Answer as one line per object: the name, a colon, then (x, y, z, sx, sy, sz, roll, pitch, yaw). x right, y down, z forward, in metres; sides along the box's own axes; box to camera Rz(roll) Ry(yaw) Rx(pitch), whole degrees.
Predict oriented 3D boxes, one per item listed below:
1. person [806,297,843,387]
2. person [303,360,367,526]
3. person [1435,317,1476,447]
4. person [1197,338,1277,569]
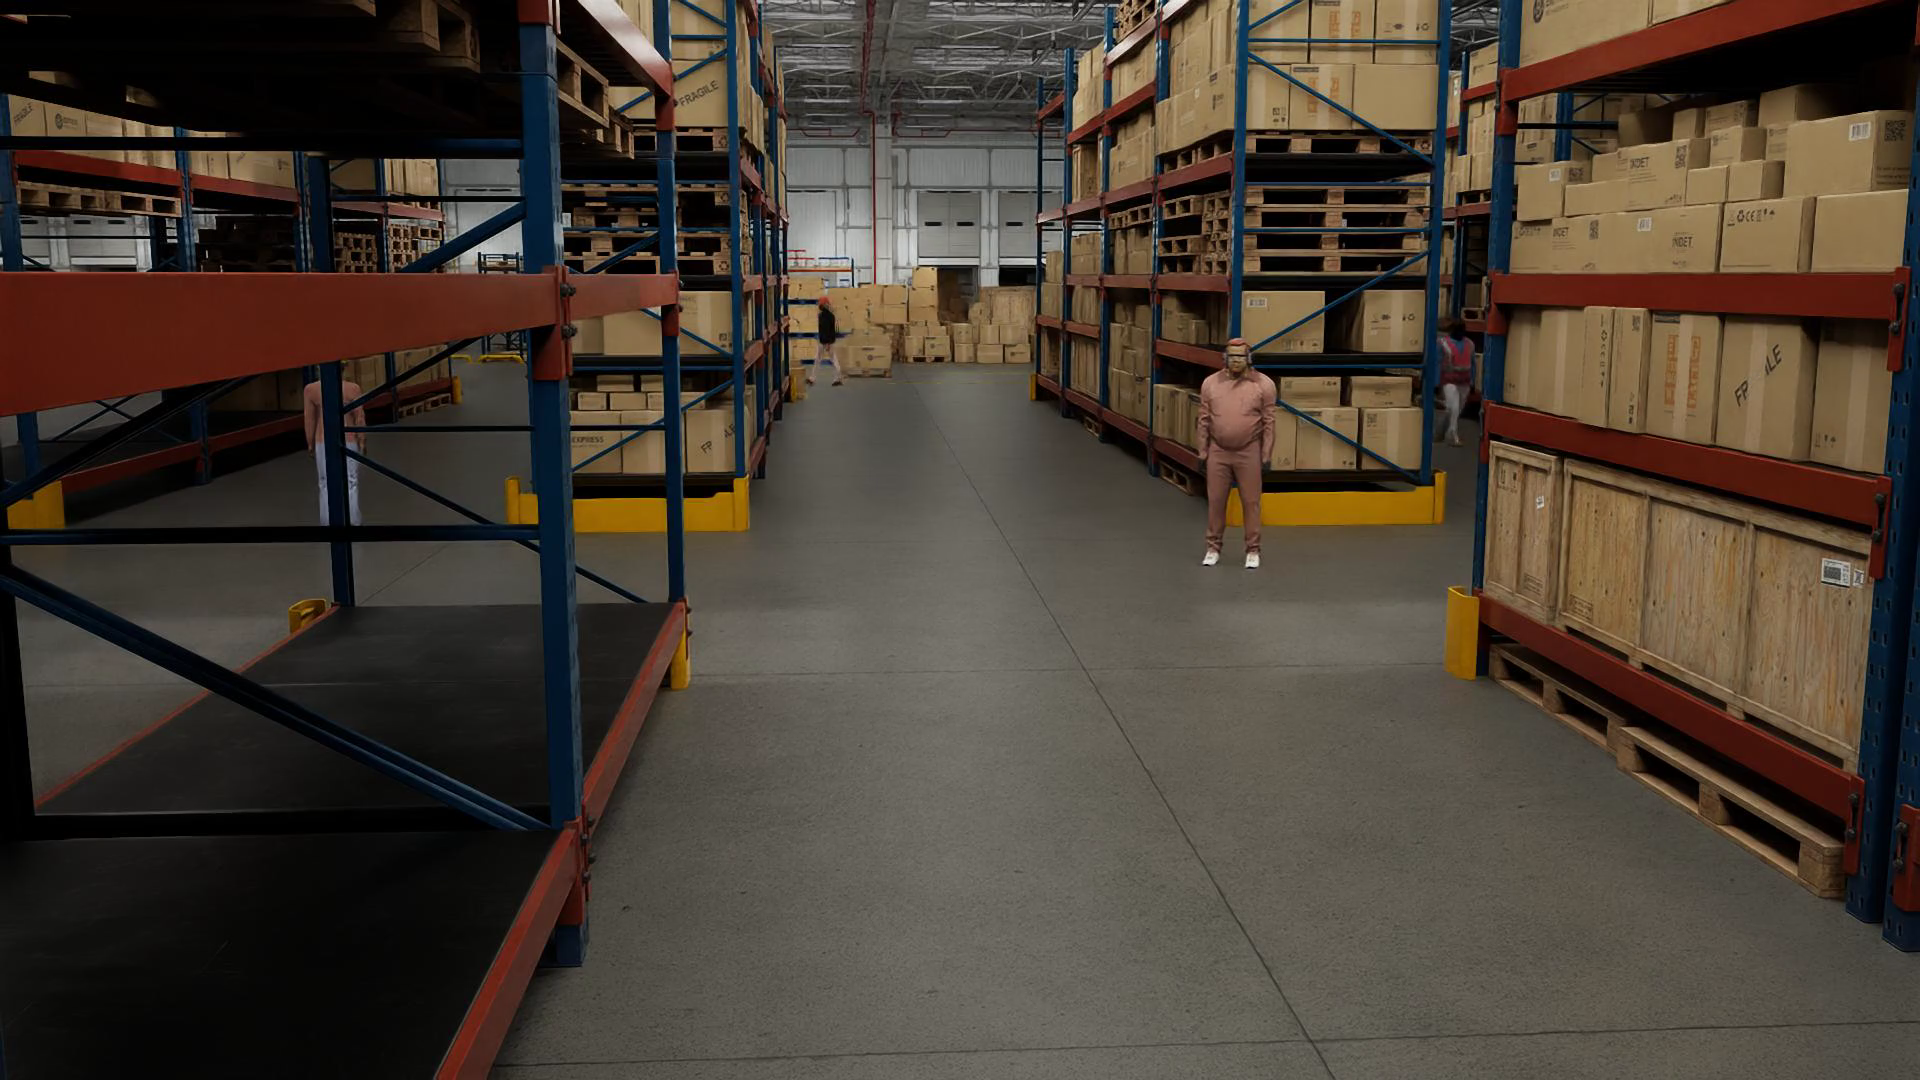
person: (-2.920, -4.247, 35.738, 1.012, 1.937, 0.644, -7, 12, -38)
person: (-5.675, -0.881, 15.148, 0.534, 1.767, 0.317, -1, 9, -7)
person: (6.947, -2.233, 23.472, 0.634, 1.817, 0.757, -3, 9, -16)
person: (2.260, -0.709, 13.679, 0.642, 1.898, 0.397, 3, 10, 20)
